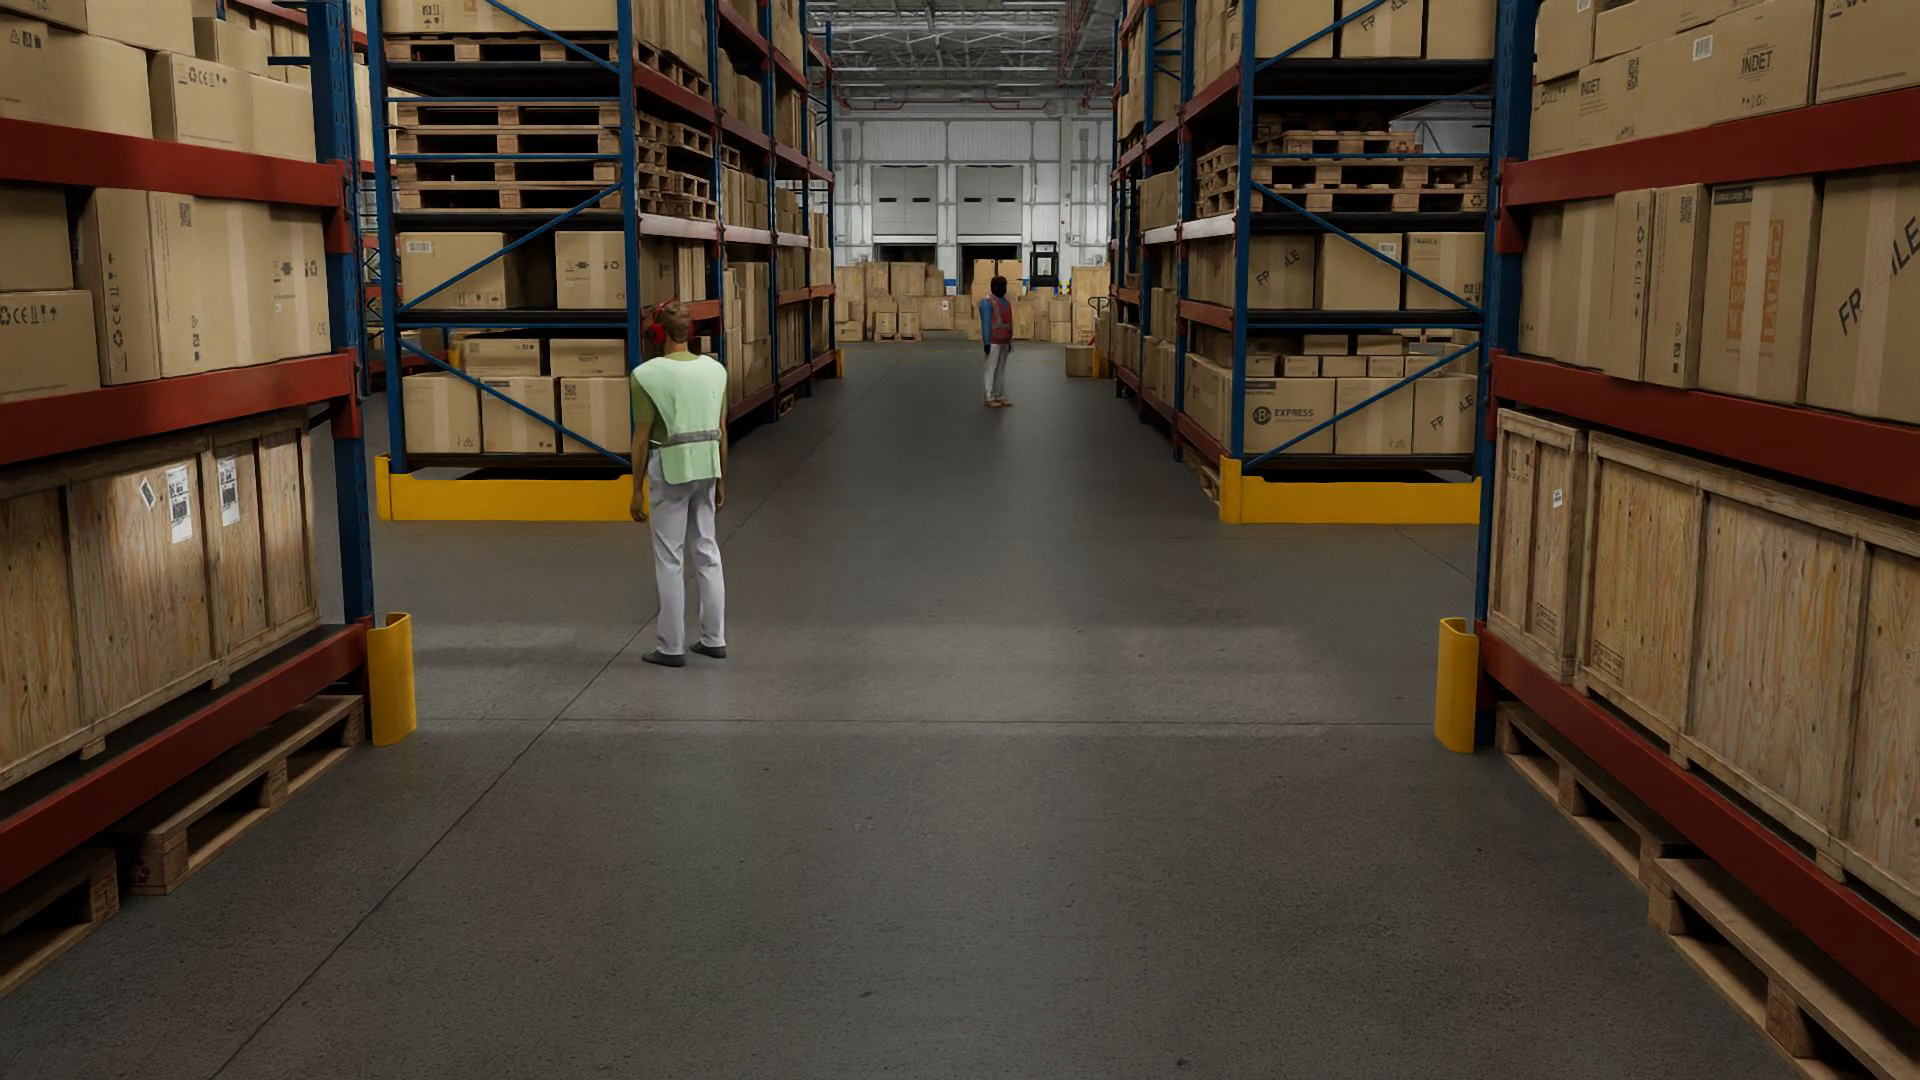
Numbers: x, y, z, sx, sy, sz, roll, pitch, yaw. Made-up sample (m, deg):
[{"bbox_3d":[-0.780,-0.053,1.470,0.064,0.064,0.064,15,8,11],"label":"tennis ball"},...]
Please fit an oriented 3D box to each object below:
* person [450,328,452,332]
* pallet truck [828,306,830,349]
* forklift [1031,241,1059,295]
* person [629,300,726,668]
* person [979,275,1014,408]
[{"bbox_3d":[-13.027,-6.103,42.988,0.657,1.920,0.518,5,11,29],"label":"person"},{"bbox_3d":[-3.100,-3.940,29.800,1.885,1.965,0.823,3,10,19],"label":"pallet truck"},{"bbox_3d":[3.208,-9.956,63.196,1.129,2.768,1.873,0,9,1],"label":"forklift"},{"bbox_3d":[-1.390,-0.278,8.356,0.384,1.836,0.564,9,13,43],"label":"person"},{"bbox_3d":[0.529,-2.770,23.264,0.429,1.839,0.634,6,11,33],"label":"person"}]
